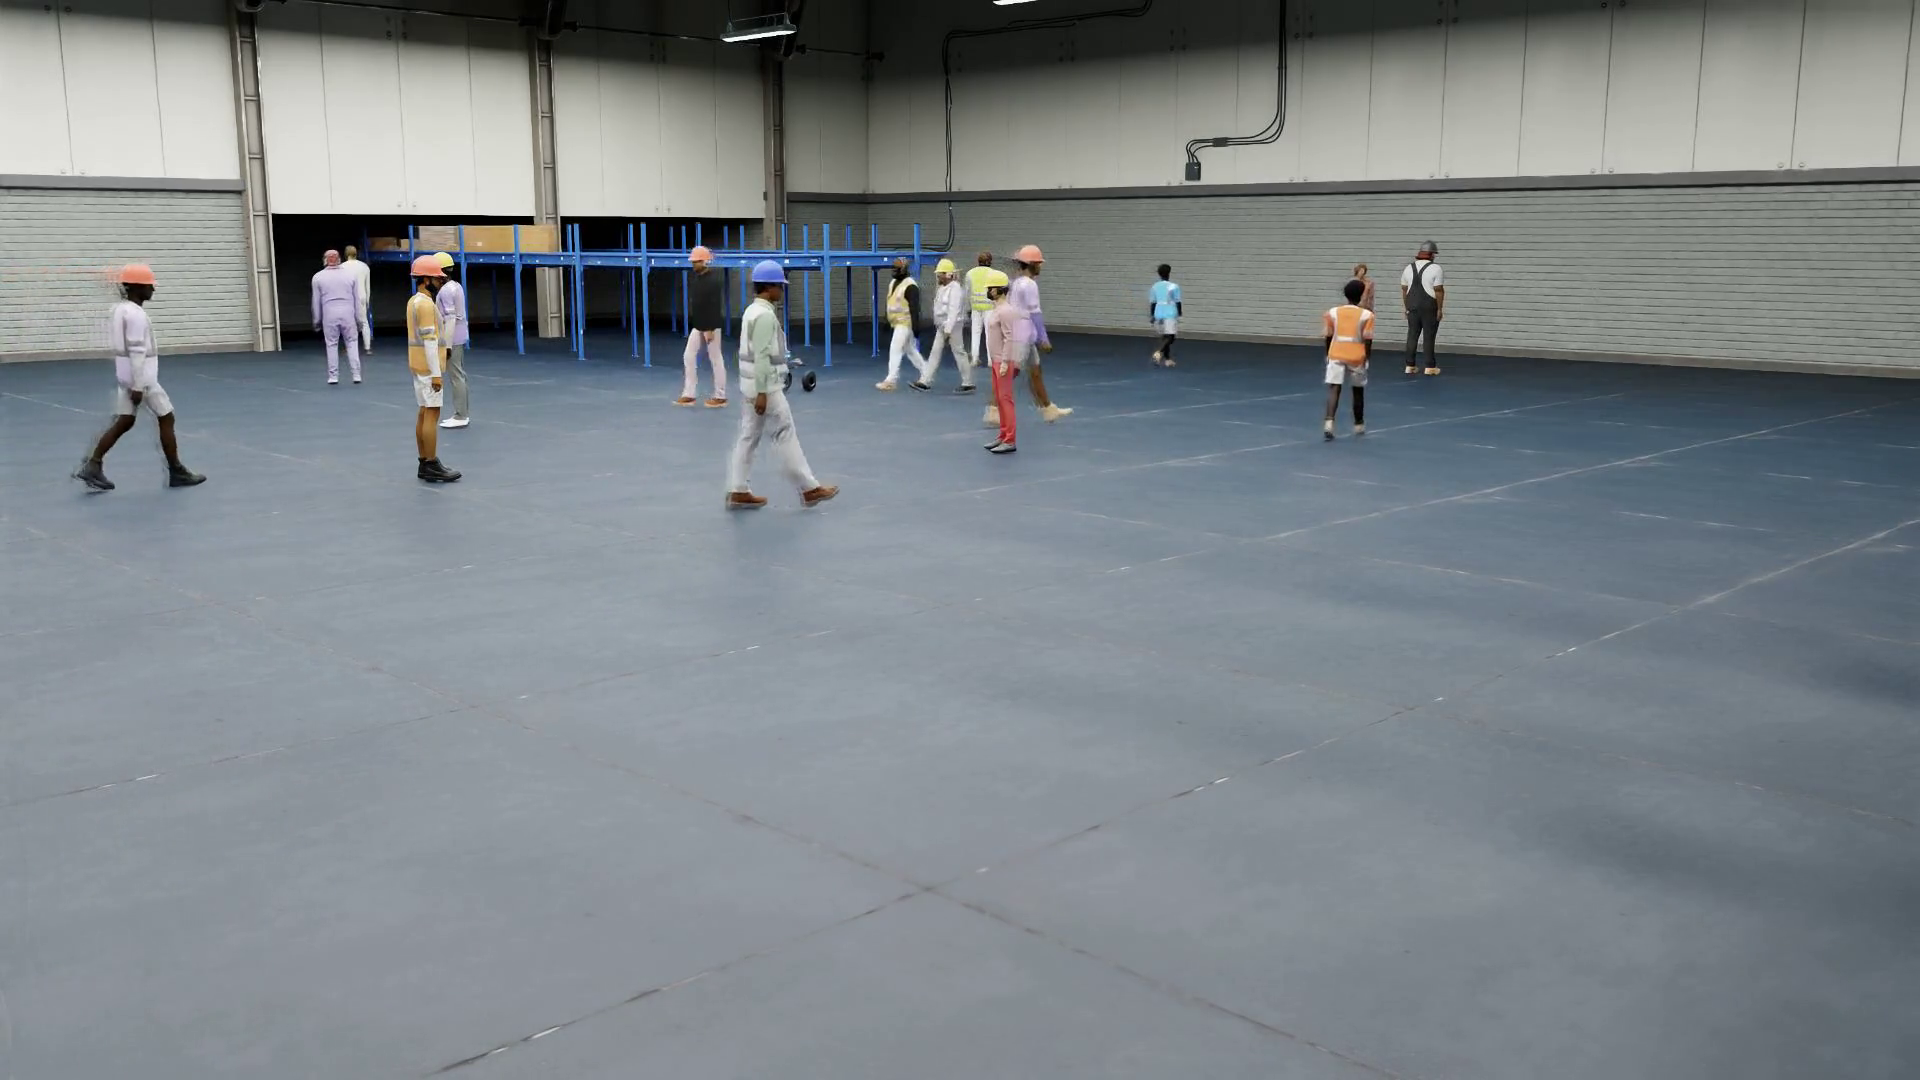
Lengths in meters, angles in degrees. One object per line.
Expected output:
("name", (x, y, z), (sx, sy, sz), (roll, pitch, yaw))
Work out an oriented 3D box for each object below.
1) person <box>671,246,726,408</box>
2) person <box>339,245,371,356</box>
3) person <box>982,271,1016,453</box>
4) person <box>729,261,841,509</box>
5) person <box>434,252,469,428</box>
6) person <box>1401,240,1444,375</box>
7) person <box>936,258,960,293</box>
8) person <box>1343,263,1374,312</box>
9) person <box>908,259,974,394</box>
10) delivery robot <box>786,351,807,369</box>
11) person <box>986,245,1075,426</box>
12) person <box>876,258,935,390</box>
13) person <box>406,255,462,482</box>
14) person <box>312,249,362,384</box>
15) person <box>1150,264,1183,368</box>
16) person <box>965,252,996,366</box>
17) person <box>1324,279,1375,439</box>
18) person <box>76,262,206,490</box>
("person", (-3.217, -2.591, 20.338), (0.814, 1.967, 0.642), (-8, 13, -38))
("person", (-10.719, -4.244, 29.449), (0.352, 1.937, 0.635), (7, 13, 34))
("person", (0.379, -1.745, 16.293), (0.326, 1.767, 0.533), (-2, 11, -9))
("person", (-1.393, -1.194, 12.903), (0.886, 1.907, 0.637), (-3, 11, -17))
("person", (-5.635, -2.206, 18.384), (0.383, 1.922, 0.587), (-1, 10, -7))
("person", (7.153, -3.559, 25.552), (0.535, 2.000, 0.686), (-9, 14, -40))
("person", (-0.233, -5.114, 35.056), (0.499, 1.622, 0.356), (-4, 11, -22))
("person", (6.913, -3.981, 28.871), (0.536, 1.625, 0.362), (0, 10, 3))
("person", (-0.218, -2.829, 22.145), (0.915, 1.779, 0.621), (-4, 11, -22))
("delivery robot", (-2.360, -2.454, 22.615), (0.335, 0.223, 0.698), (6, 12, 30))
("person", (0.760, -2.249, 18.435), (1.068, 1.995, 0.607), (-2, 11, -11))
("person", (-0.737, -3.001, 23.062), (0.914, 1.803, 0.618), (-5, 11, -23))
("person", (-4.586, -1.488, 14.421), (0.356, 1.938, 0.543), (-6, 12, -29))
("person", (-8.886, -3.185, 23.768), (0.645, 1.908, 0.403), (-5, 12, -25))
("person", (3.259, -3.567, 26.492), (0.745, 1.664, 0.533), (-10, 14, -44))
("person", (0.402, -3.757, 27.056), (0.637, 1.842, 0.429), (5, 12, 26))
("person", (4.054, -1.897, 17.423), (0.537, 1.656, 0.868), (5, 11, 24))
("person", (-6.930, -1.367, 13.898), (0.962, 1.902, 0.545), (-9, 14, -41))
